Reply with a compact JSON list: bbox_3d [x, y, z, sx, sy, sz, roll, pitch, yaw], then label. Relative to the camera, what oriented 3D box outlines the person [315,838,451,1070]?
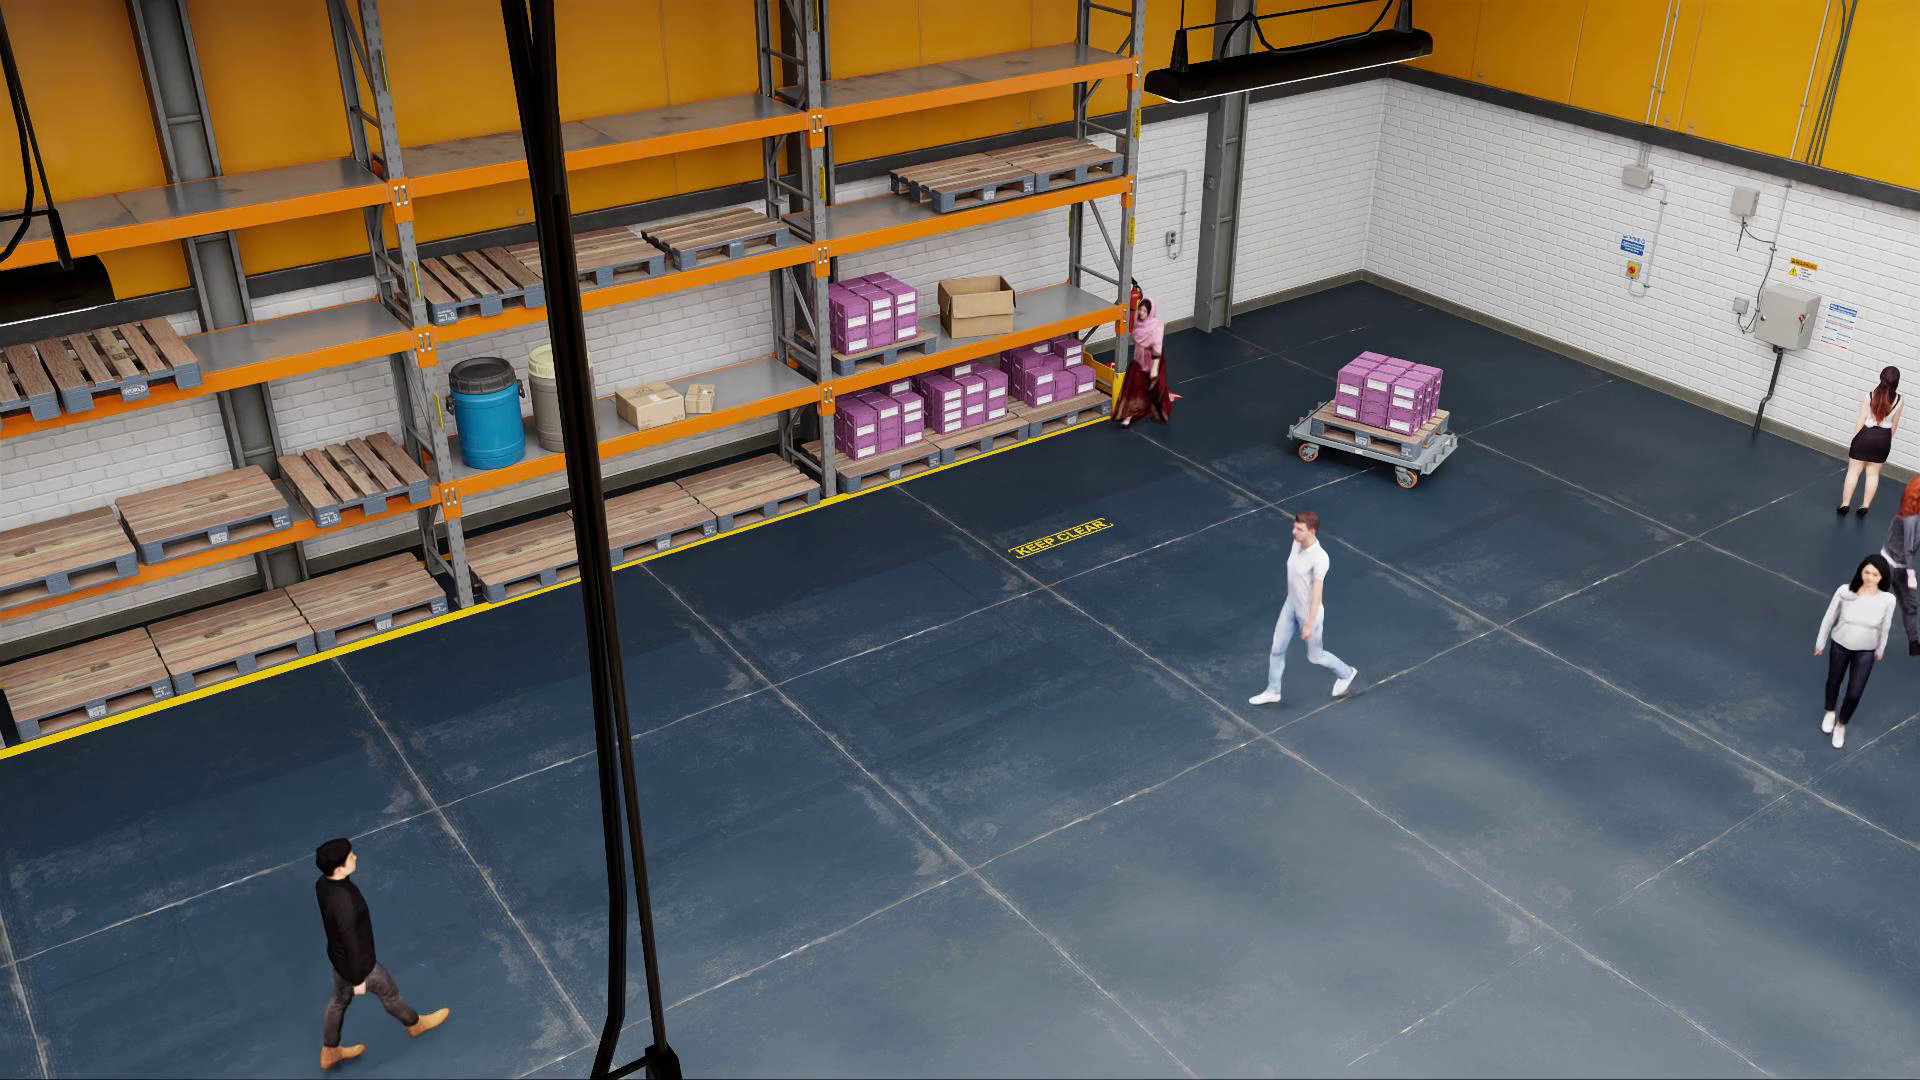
[{"bbox_3d":[-3.839,2.599,10.335,1.058,1.682,0.689,-21,35,-33],"label":"person"}]

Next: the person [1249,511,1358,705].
[{"bbox_3d":[2.957,0.595,13.867,1.208,1.817,0.808,-12,31,-20],"label":"person"}]

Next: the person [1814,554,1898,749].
[{"bbox_3d":[7.299,0.832,13.573,0.772,1.683,0.823,16,33,27],"label":"person"}]

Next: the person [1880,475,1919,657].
[{"bbox_3d":[8.108,0.226,14.624,0.861,1.740,1.068,21,35,34],"label":"person"}]

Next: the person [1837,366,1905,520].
[{"bbox_3d":[9.294,-0.993,16.956,0.625,1.648,0.686,5,29,8],"label":"person"}]

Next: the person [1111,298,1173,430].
[{"bbox_3d":[2.190,-2.035,18.911,1.113,1.604,0.739,-20,34,-32],"label":"person"}]
